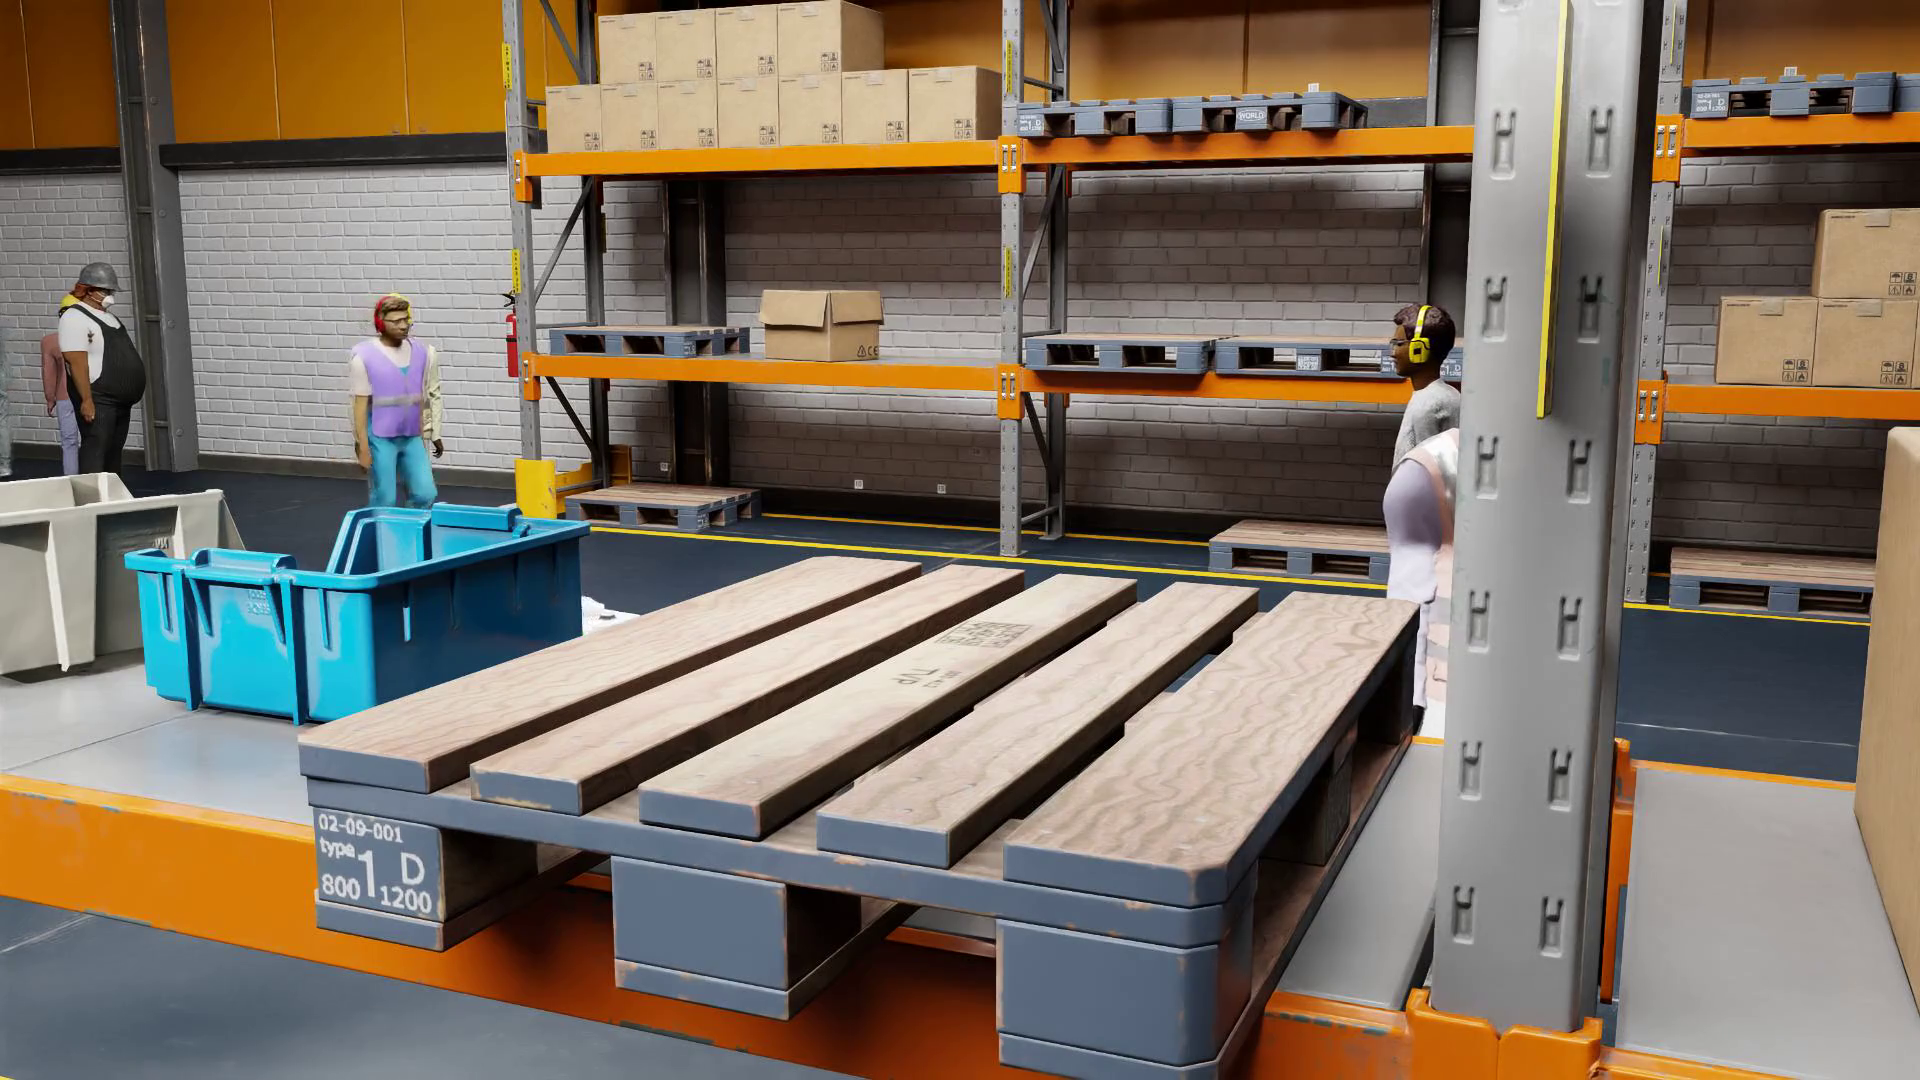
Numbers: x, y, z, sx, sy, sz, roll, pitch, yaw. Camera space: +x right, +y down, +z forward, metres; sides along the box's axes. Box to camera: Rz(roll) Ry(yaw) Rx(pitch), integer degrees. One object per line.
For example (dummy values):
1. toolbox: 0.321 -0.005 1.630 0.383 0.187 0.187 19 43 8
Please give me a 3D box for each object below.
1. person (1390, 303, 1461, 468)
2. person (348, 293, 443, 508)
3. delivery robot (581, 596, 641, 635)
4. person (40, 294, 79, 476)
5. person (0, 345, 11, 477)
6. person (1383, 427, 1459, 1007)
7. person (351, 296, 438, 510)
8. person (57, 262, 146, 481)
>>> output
1. person: 1.761 0.043 6.356 0.317 1.860 0.523 4 10 24
2. person: -3.687 -0.700 10.918 0.586 1.823 0.403 -5 11 -28
3. delivery robot: -1.805 0.428 7.668 0.707 0.478 0.477 7 11 34
4. person: -7.310 -1.158 13.831 0.533 1.767 0.325 -3 10 -20
5. person: -9.167 -1.431 15.689 0.340 1.701 0.622 0 9 -3
6. person: 1.414 0.381 4.384 0.624 1.844 0.430 -3 10 -17
7. person: -3.567 -0.623 10.477 0.456 1.813 0.596 5 11 29
8. person: -6.534 -1.117 12.764 0.537 2.000 0.679 -1 10 -5
